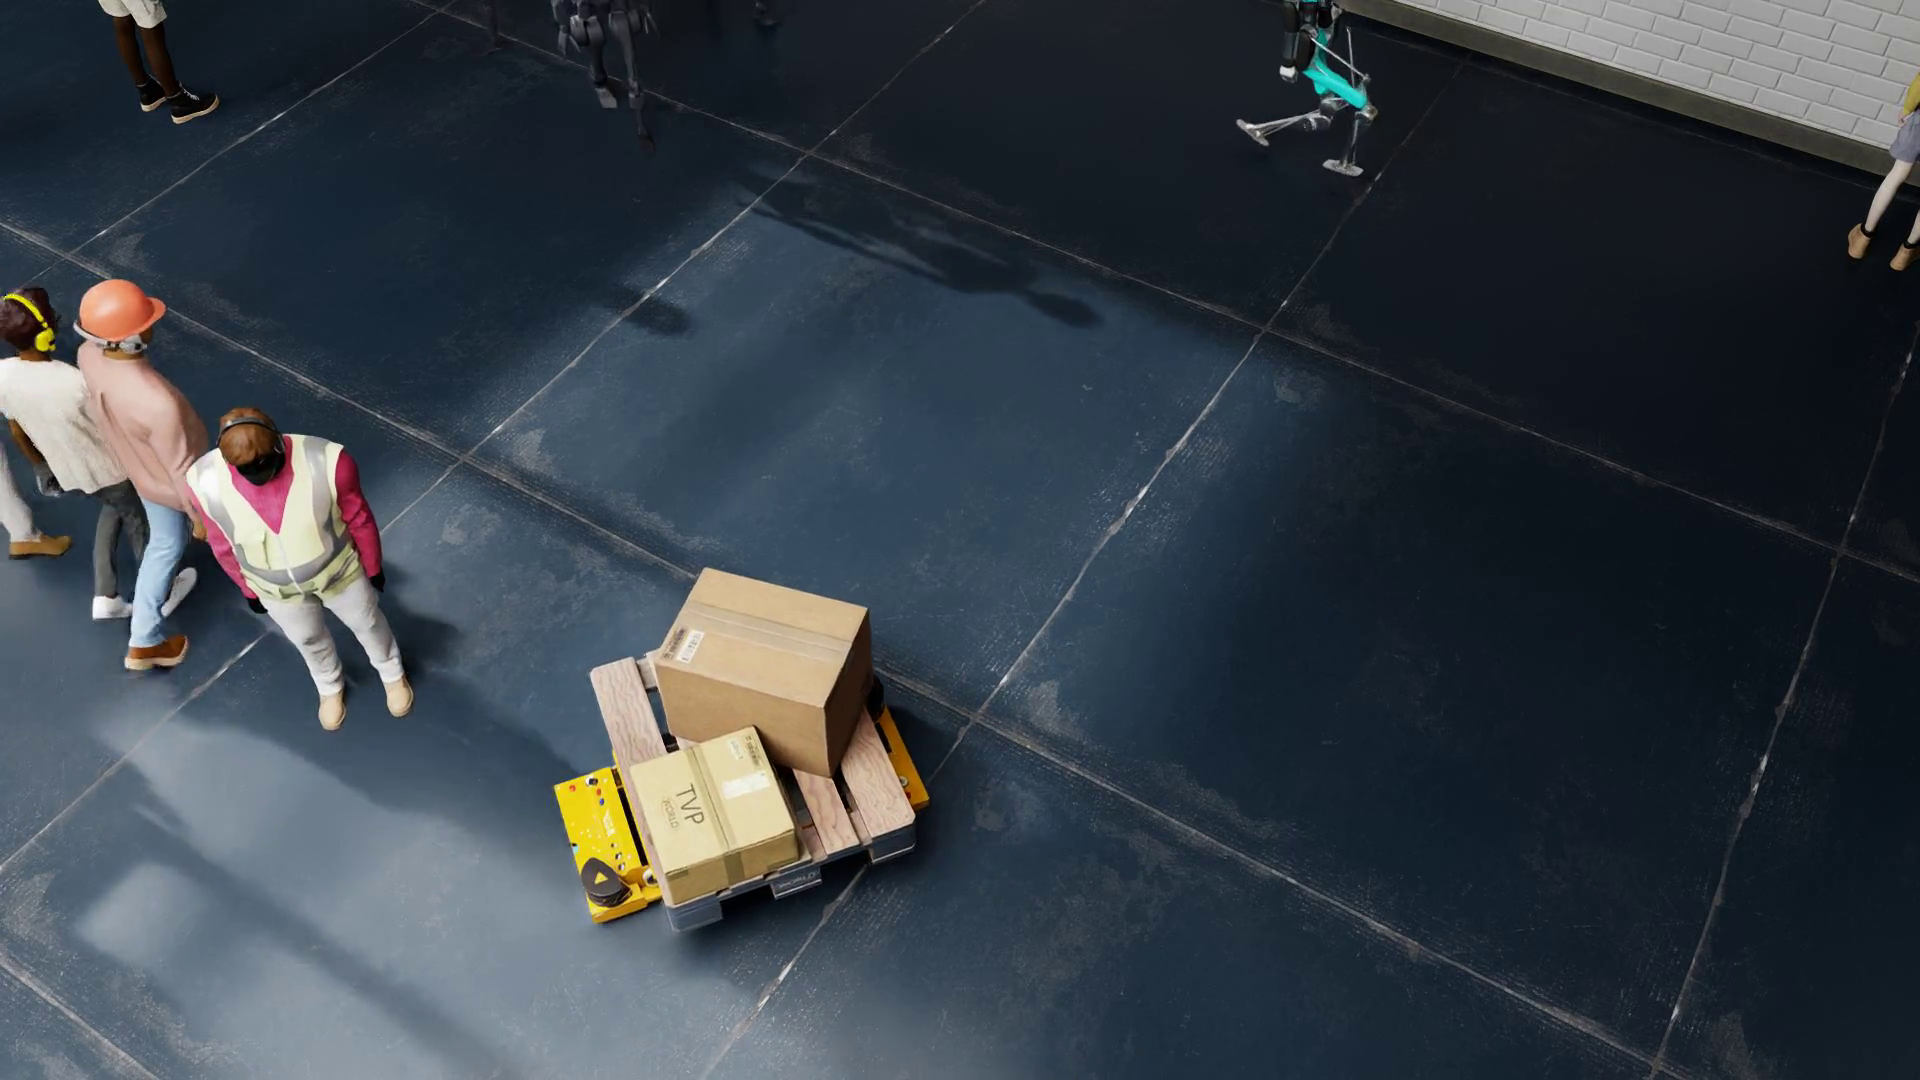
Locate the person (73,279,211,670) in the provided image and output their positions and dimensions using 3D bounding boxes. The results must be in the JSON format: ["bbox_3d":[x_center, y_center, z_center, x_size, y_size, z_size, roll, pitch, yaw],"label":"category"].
[{"bbox_3d":[-3.332,-0.259,6.937,0.619,1.948,1.020,28,55,23],"label":"person"}]

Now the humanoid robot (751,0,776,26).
[{"bbox_3d":[-1.492,-4.085,10.485,0.597,1.621,0.803,-22,52,-18],"label":"humanoid robot"}]

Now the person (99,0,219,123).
[{"bbox_3d":[-4.870,-3.338,9.607,0.613,1.963,0.361,25,53,20],"label":"person"}]

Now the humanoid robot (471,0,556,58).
[{"bbox_3d":[-2.838,-3.779,10.202,0.692,1.634,0.600,-19,51,-16],"label":"humanoid robot"}]

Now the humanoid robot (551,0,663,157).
[{"bbox_3d":[-2.058,-3.078,9.593,0.609,1.630,0.718,-16,51,-14],"label":"humanoid robot"}]

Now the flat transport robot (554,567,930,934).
[{"bbox_3d":[-0.909,1.041,6.905,1.431,0.231,0.659,-17,51,-15],"label":"flat transport robot"}]

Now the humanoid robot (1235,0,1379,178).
[{"bbox_3d":[2.098,-2.729,9.262,1.068,1.748,0.539,27,54,22],"label":"humanoid robot"}]

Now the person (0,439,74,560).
[{"bbox_3d":[-4.632,-0.701,7.387,0.602,1.848,0.890,-20,52,-17],"label":"person"}]

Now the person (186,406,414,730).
[{"bbox_3d":[-2.610,0.126,6.677,0.615,1.830,0.431,-11,50,-9],"label":"person"}]

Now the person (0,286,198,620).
[{"bbox_3d":[-3.667,-0.294,7.030,0.510,1.846,0.469,9,49,7],"label":"person"}]

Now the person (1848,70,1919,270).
[{"bbox_3d":[5.192,-2.242,8.700,0.489,1.889,0.386,25,53,20],"label":"person"}]
